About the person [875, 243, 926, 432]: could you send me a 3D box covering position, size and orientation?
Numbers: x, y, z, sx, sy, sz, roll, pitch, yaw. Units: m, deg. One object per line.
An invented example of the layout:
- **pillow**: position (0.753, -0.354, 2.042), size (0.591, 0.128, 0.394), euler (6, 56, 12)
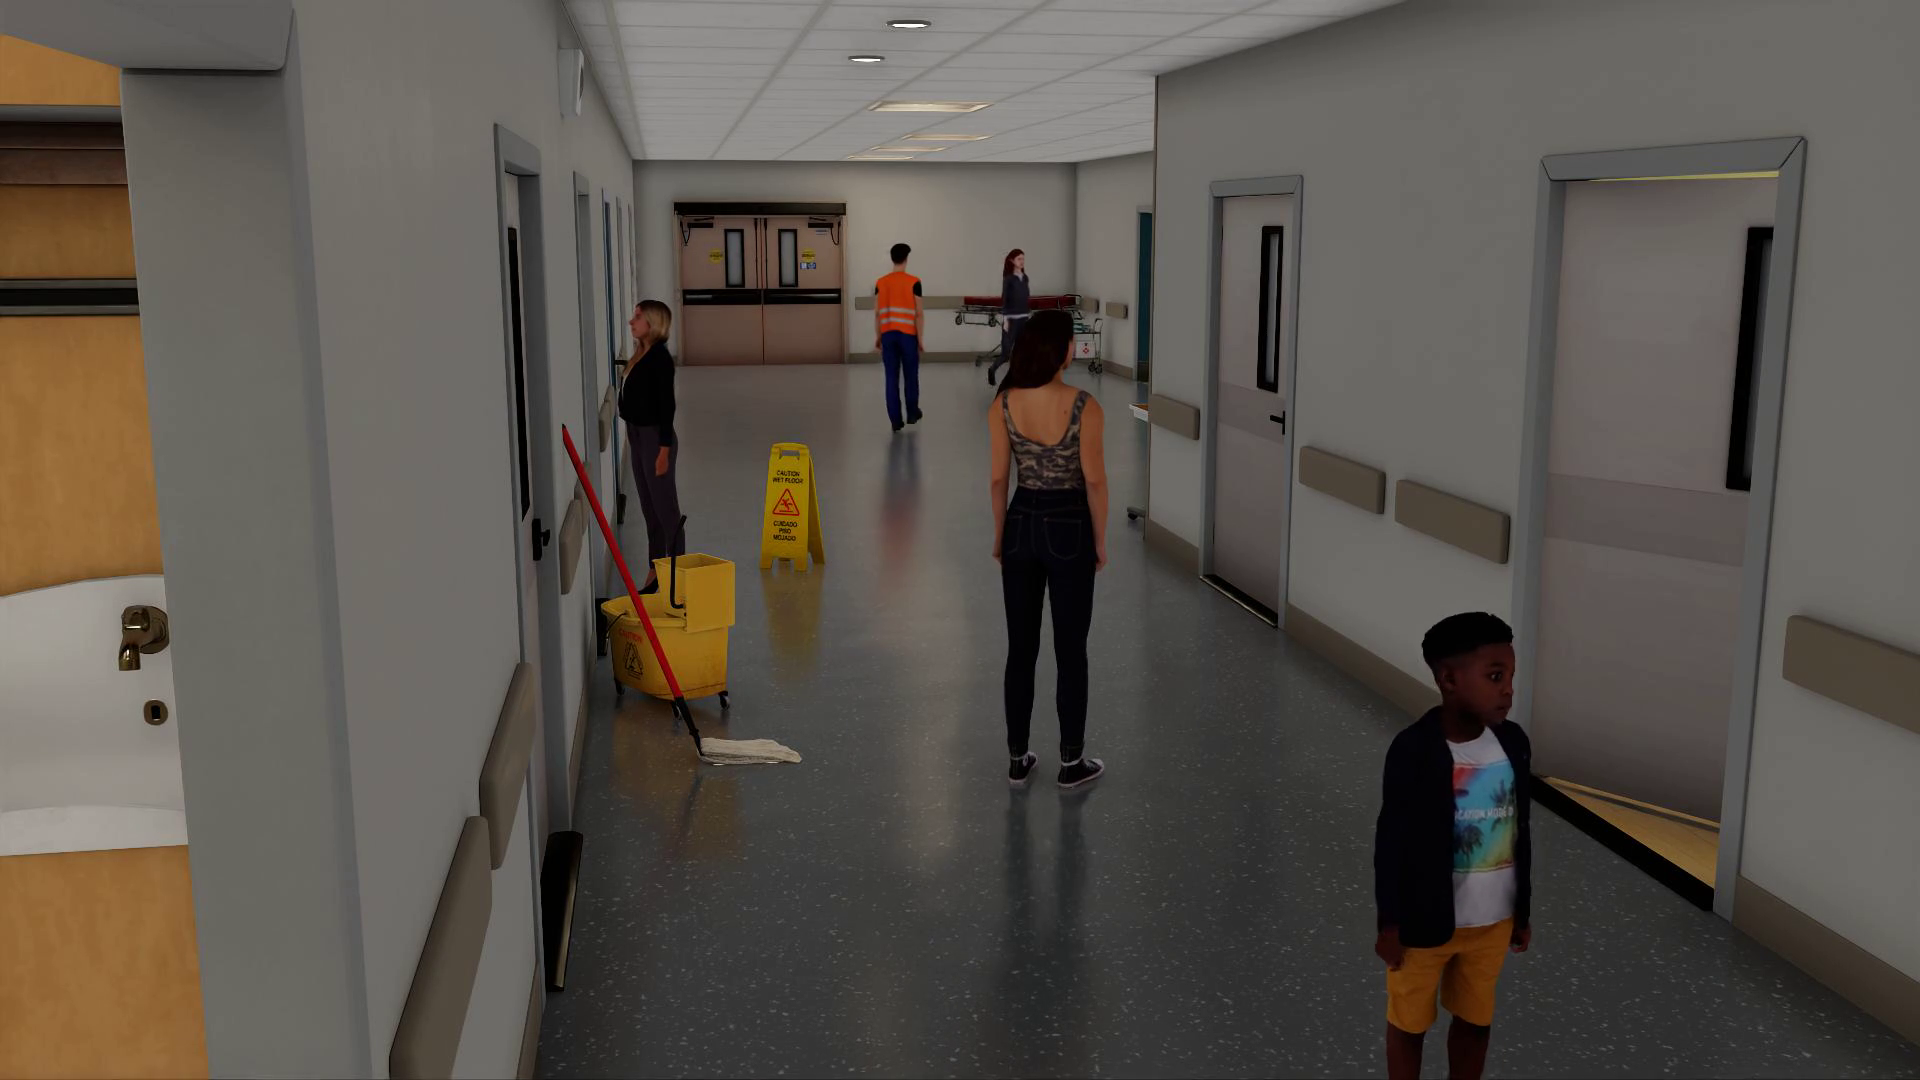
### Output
- **person**: position (-0.630, -2.022, 16.740), size (0.923, 1.860, 1.123), euler (2, 11, 10)

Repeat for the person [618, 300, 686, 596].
- **person**: position (-1.661, -0.478, 9.111), size (0.721, 1.671, 0.579), euler (-6, 12, -28)

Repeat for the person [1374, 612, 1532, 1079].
- **person**: position (1.068, 0.771, 3.614), size (0.538, 1.267, 0.534), euler (-2, 11, -9)

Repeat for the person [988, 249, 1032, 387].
- **person**: position (0.618, -2.632, 20.212), size (0.879, 1.764, 1.064), euler (-9, 14, -39)

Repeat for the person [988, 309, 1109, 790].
- **person**: position (0.325, 0.029, 6.176), size (0.701, 1.769, 0.719), euler (4, 12, 22)
